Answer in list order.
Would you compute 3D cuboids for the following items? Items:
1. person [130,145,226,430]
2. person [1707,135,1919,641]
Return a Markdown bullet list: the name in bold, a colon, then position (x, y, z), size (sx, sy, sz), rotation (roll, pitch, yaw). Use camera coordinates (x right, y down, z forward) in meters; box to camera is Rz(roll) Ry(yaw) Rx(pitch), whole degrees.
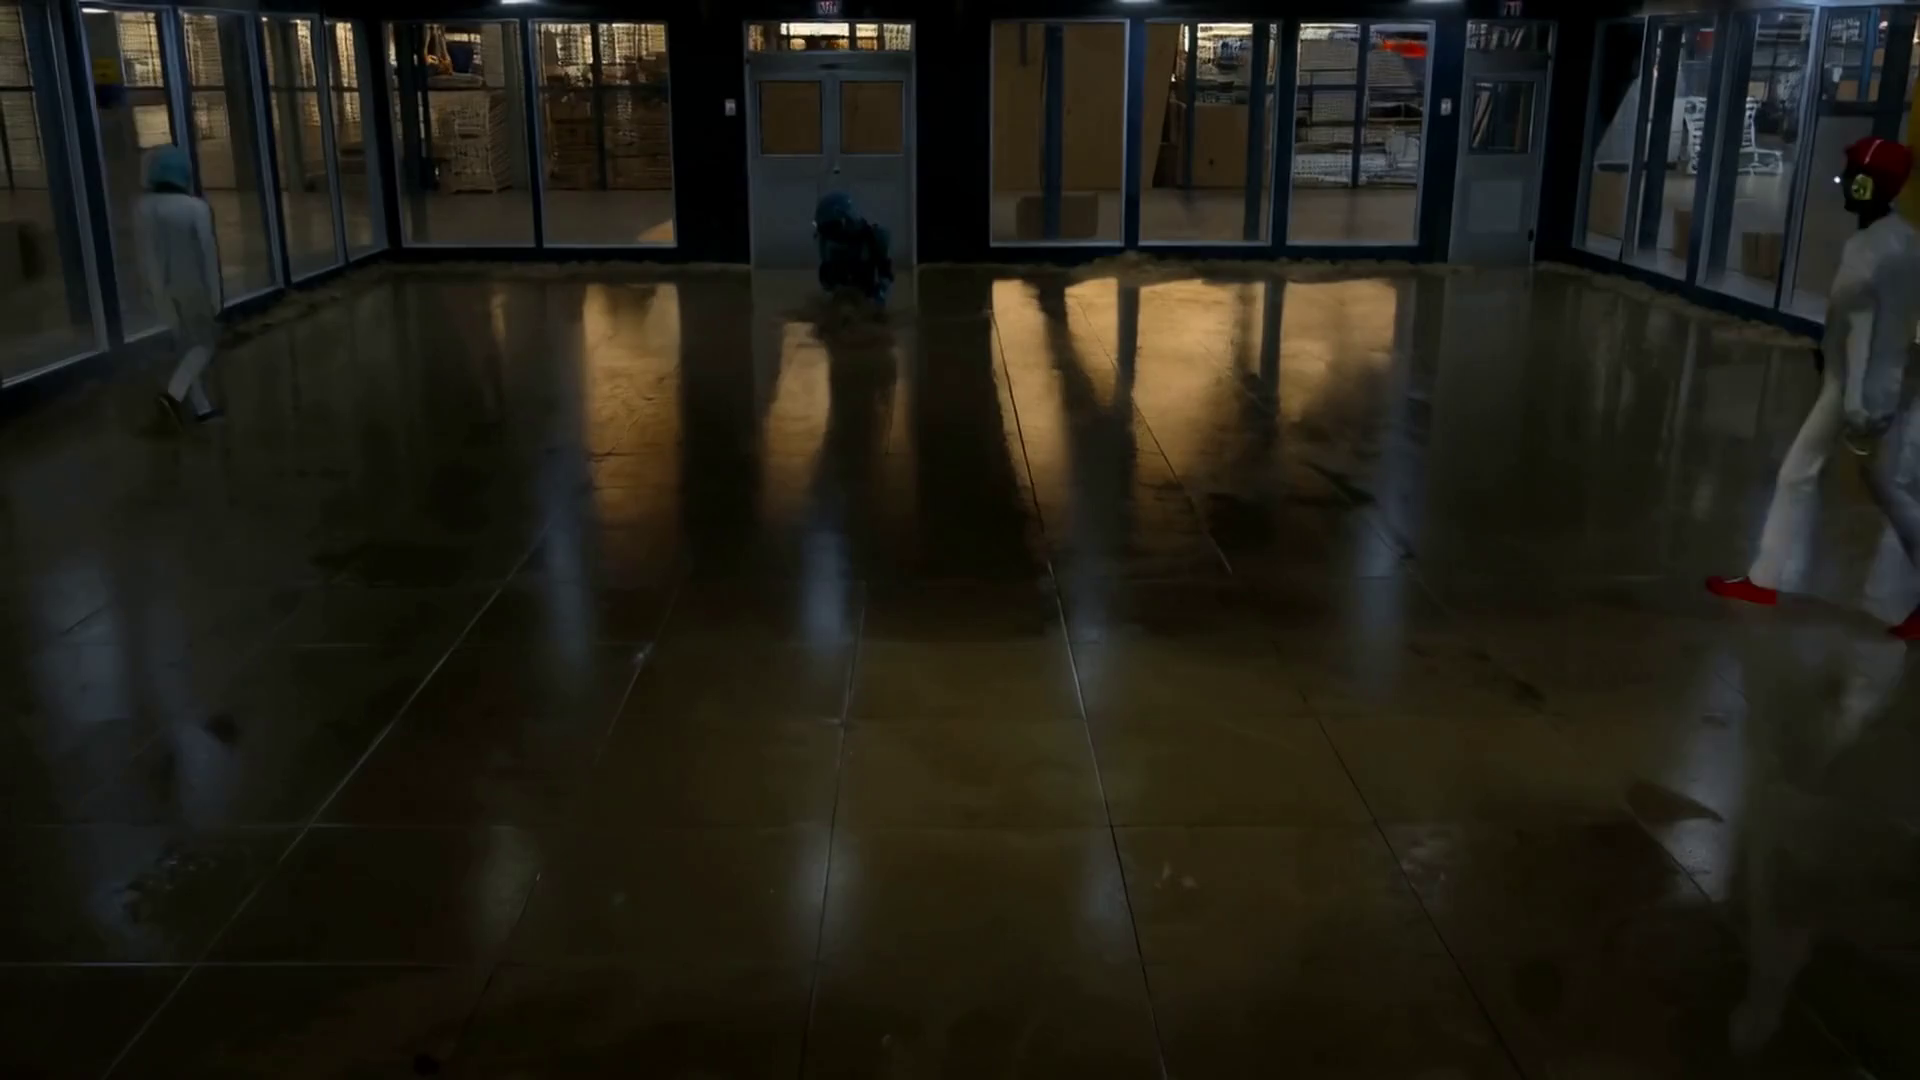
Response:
- **person**: position (-4.423, -1.400, 9.382), size (0.503, 1.613, 0.582), rotation (4, 17, 12)
- **person**: position (3.360, -0.549, 6.127), size (0.503, 1.834, 0.940), rotation (-10, 19, -29)
